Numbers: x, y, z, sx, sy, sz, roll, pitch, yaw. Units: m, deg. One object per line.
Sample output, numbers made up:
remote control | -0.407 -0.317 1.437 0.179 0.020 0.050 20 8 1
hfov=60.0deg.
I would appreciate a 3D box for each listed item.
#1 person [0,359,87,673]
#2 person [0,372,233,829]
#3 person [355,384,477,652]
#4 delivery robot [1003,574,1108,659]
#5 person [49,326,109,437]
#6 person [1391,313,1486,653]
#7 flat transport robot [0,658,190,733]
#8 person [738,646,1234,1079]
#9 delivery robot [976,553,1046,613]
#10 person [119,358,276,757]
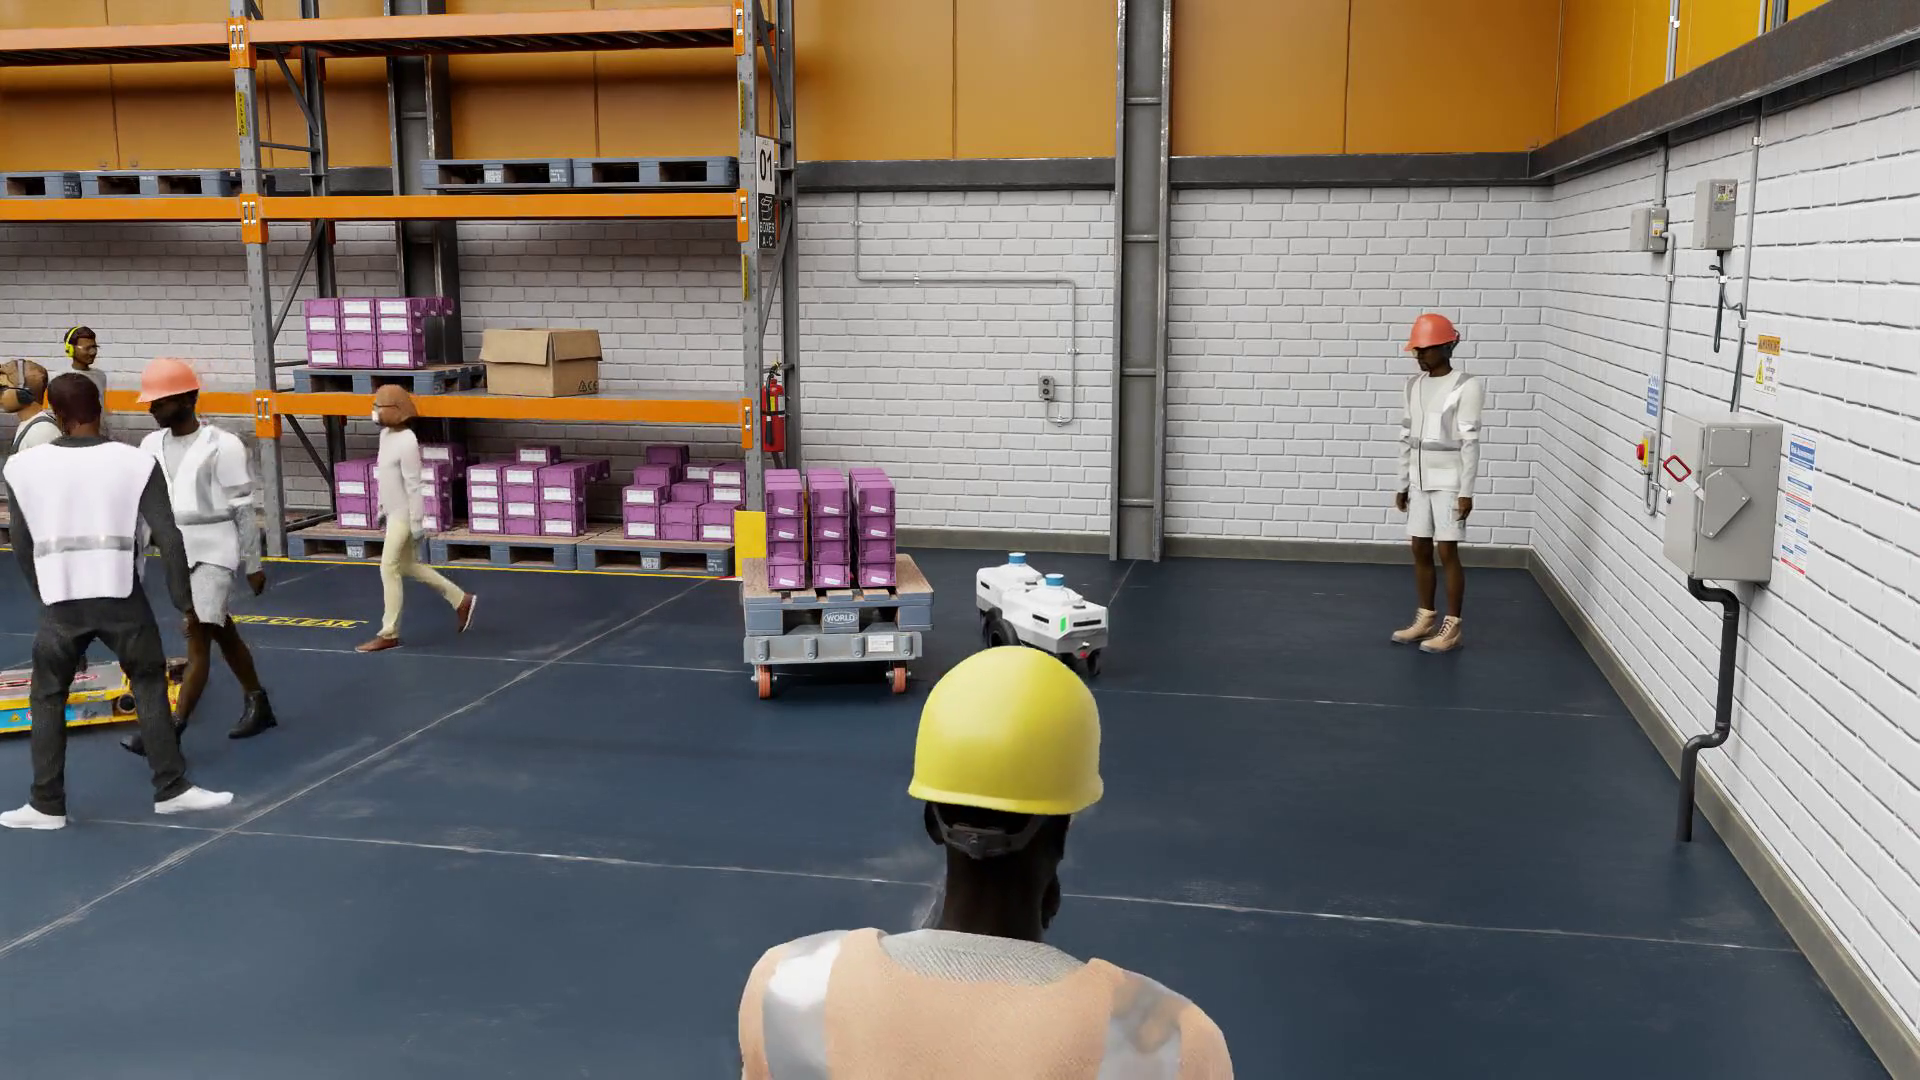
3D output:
person | -4.697 -0.005 8.525 0.342 1.845 0.506 -6 11 -30
person | -3.539 0.253 6.918 0.871 1.880 0.425 -3 10 -19
person | -3.323 -0.147 10.071 0.694 1.612 0.501 -5 11 -29
delivery robot | 0.538 0.438 9.456 0.477 0.478 0.707 -5 11 -28
person | -6.462 -0.644 12.316 0.309 1.864 0.535 3 10 16
person | 2.848 -0.344 10.016 0.405 2.030 0.620 -5 11 -28
flat transport robot | -4.658 0.808 8.360 1.431 0.197 0.652 -4 10 -24
person | 0.031 1.051 2.077 0.593 1.878 0.962 1 10 9
delivery robot | 0.348 0.321 10.158 0.477 0.478 0.707 -3 10 -16
person | -3.650 0.089 7.844 0.560 1.877 1.014 3 10 20
